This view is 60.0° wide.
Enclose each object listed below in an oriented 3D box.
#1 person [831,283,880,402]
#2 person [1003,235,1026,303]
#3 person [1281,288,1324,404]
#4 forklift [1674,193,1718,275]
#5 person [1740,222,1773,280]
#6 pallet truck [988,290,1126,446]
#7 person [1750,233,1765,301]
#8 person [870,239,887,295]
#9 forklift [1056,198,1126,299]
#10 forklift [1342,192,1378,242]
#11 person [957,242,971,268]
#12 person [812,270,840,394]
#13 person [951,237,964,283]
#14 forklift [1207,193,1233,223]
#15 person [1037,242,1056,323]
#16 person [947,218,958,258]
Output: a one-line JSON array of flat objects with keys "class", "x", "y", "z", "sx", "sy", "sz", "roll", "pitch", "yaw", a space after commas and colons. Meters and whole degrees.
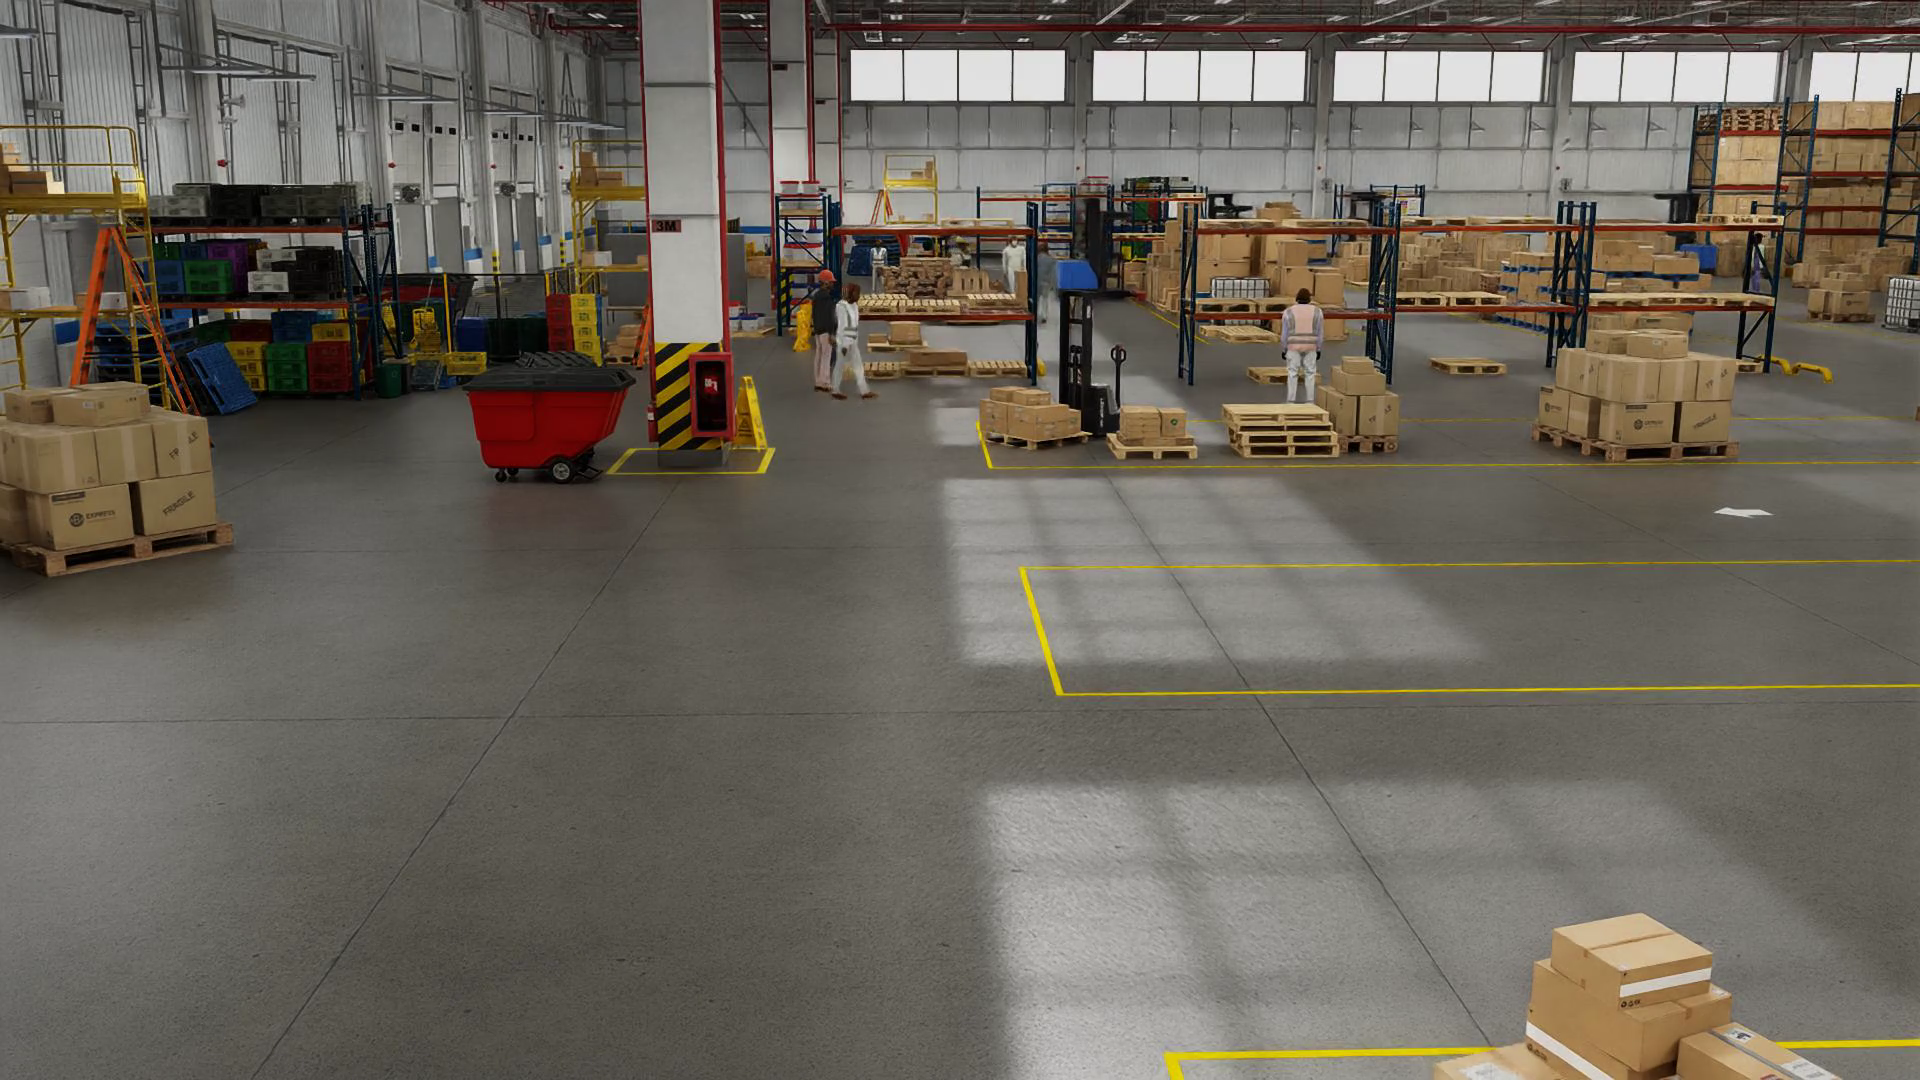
[{"class": "person", "x": -1.674, "y": -3.060, "z": 25.886, "sx": 0.915, "sy": 1.839, "sz": 0.615, "roll": 6, "pitch": 14, "yaw": 25}, {"class": "person", "x": 1.435, "y": -7.129, "z": 44.097, "sx": 0.647, "sy": 1.924, "sz": 0.657, "roll": -2, "pitch": 13, "yaw": -9}, {"class": "person", "x": 5.137, "y": -2.865, "z": 25.021, "sx": 0.627, "sy": 1.844, "sz": 0.429, "roll": 1, "pitch": 13, "yaw": 4}, {"class": "forklift", "x": 24.905, "y": -10.475, "z": 57.016, "sx": 1.129, "sy": 2.768, "sz": 1.873, "roll": -9, "pitch": 16, "yaw": -37}, {"class": "person", "x": 26.509, "y": -9.591, "z": 55.188, "sx": 1.001, "sy": 1.941, "sz": 0.645, "roll": 4, "pitch": 13, "yaw": 19}, {"class": "pallet truck", "x": 1.257, "y": -2.299, "z": 22.111, "sx": 1.885, "sy": 1.965, "sz": 0.823, "roll": -9, "pitch": 15, "yaw": -35}, {"class": "person", "x": 21.729, "y": -7.407, "z": 45.362, "sx": 0.392, "sy": 1.916, "sz": 0.593, "roll": 8, "pitch": 15, "yaw": 31}, {"class": "person", "x": -2.364, "y": -7.914, "z": 48.275, "sx": 0.512, "sy": 1.641, "sz": 0.309, "roll": 1, "pitch": 13, "yaw": 7}, {"class": "forklift", "x": 3.703, "y": -8.210, "z": 46.787, "sx": 1.873, "sy": 2.768, "sz": 1.129, "roll": 0, "pitch": 12, "yaw": -2}, {"class": "forklift", "x": 14.659, "y": -11.270, "z": 60.605, "sx": 1.129, "sy": 2.768, "sz": 1.873, "roll": 0, "pitch": 12, "yaw": -2}, {"class": "person", "x": 0.024, "y": -6.763, "z": 42.785, "sx": 0.529, "sy": 1.784, "sz": 1.000, "roll": -10, "pitch": 16, "yaw": -38}, {"class": "person", "x": -2.182, "y": -3.381, "z": 27.000, "sx": 0.396, "sy": 1.992, "sz": 0.623, "roll": -6, "pitch": 14, "yaw": -26}, {"class": "person", "x": -0.011, "y": -7.677, "z": 46.973, "sx": 0.493, "sy": 1.743, "sz": 0.312, "roll": -6, "pitch": 14, "yaw": -26}, {"class": "forklift", "x": 8.749, "y": -10.320, "z": 56.317, "sx": 1.129, "sy": 2.768, "sz": 1.873, "roll": -9, "pitch": 15, "yaw": -35}, {"class": "person", "x": 1.939, "y": -6.097, "z": 39.454, "sx": 0.699, "sy": 1.916, "sz": 0.450, "roll": 3, "pitch": 13, "yaw": 13}, {"class": "person", "x": -0.164, "y": -10.820, "z": 60.851, "sx": 0.984, "sy": 1.895, "sz": 0.563, "roll": 4, "pitch": 13, "yaw": 16}]
